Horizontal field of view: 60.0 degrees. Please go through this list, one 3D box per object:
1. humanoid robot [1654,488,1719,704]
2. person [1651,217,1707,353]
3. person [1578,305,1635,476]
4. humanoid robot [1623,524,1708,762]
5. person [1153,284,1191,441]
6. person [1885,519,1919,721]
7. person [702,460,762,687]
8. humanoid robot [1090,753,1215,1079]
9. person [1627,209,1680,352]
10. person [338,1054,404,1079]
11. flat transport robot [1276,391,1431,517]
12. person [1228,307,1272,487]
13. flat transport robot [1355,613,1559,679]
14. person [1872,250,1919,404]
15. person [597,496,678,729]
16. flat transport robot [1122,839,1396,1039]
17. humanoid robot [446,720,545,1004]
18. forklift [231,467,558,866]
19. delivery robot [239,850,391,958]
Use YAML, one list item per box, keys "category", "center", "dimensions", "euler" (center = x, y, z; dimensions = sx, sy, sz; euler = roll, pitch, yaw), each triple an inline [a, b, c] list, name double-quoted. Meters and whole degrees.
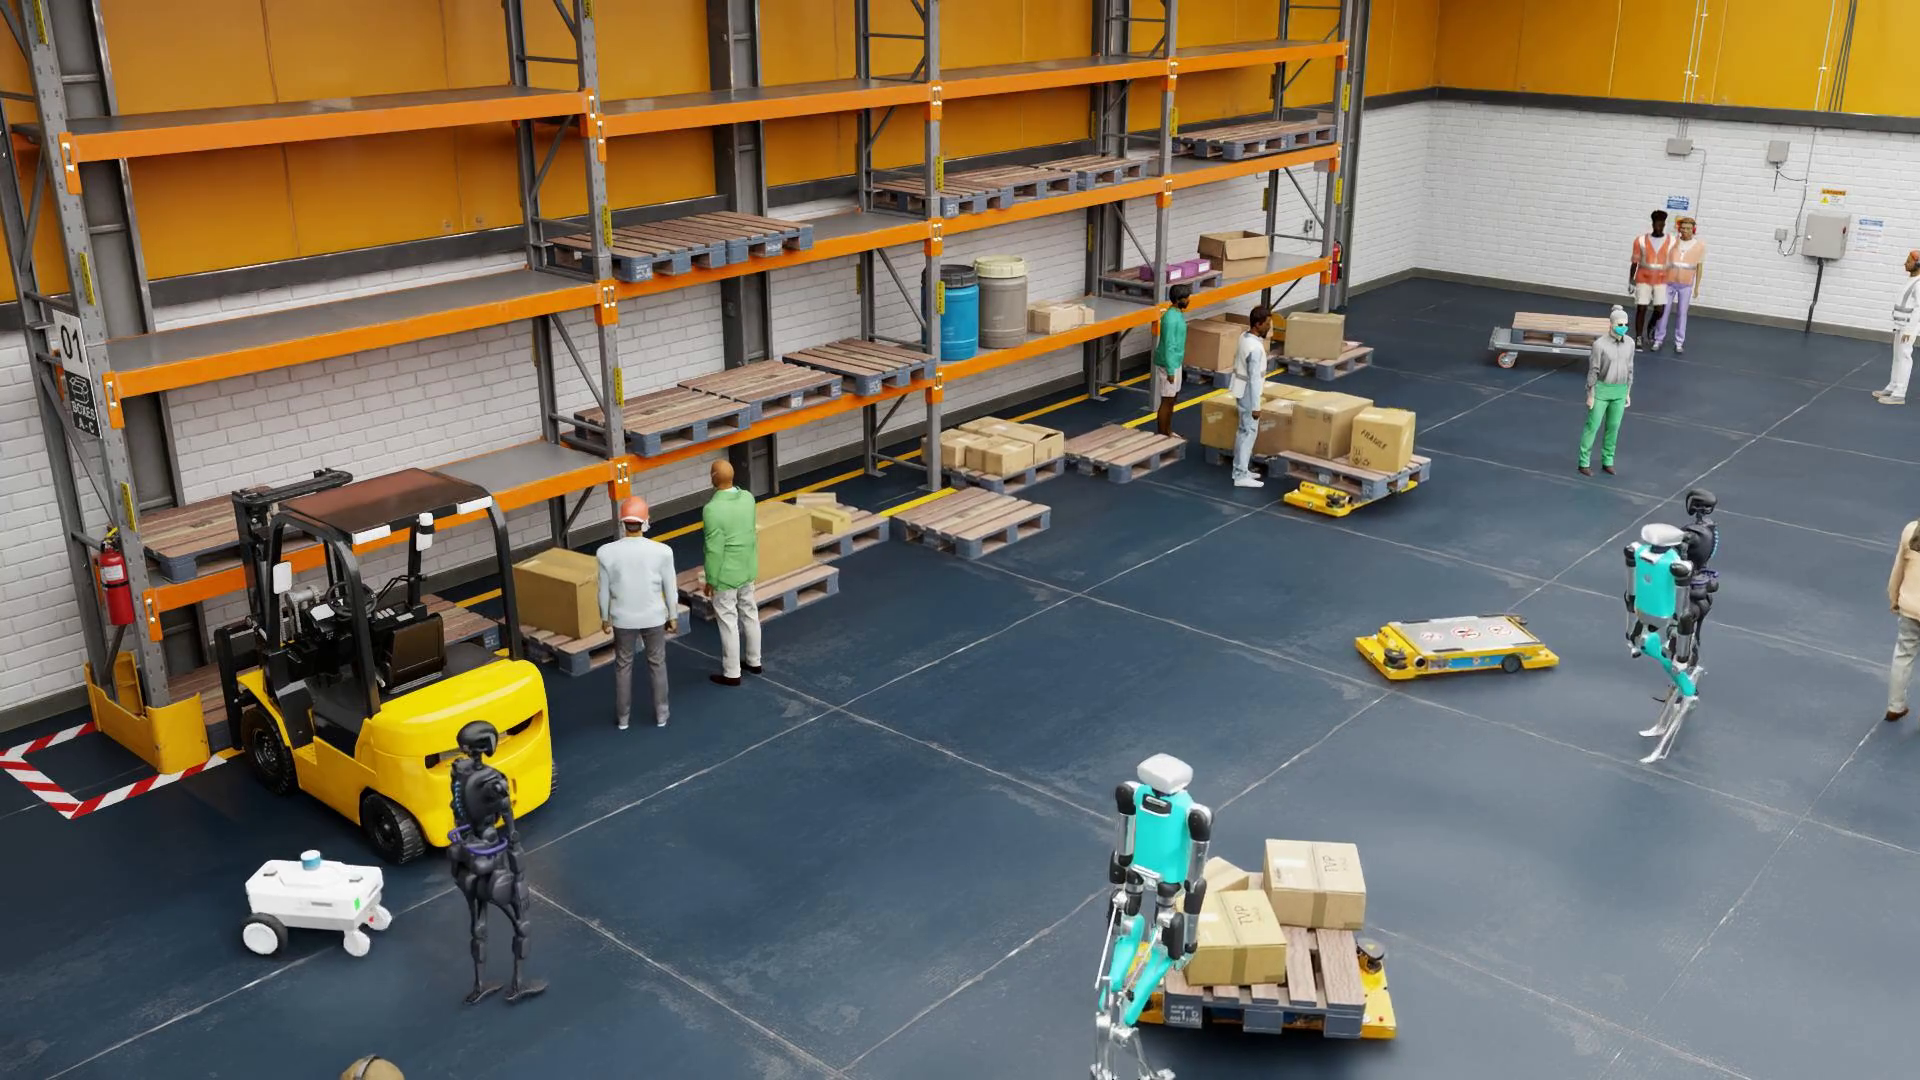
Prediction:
- category: "humanoid robot"
  center: [5.424, 0.413, 12.378]
  dimensions: [0.599, 1.657, 0.315]
  euler: [-19, 27, -41]
- category: "person"
  center: [9.820, -3.489, 22.726]
  dimensions: [0.565, 1.846, 0.390]
  euler: [9, 22, 22]
- category: "person"
  center: [6.845, -1.575, 17.567]
  dimensions: [0.510, 1.838, 0.340]
  euler: [-4, 21, -11]
- category: "humanoid robot"
  center: [4.976, 0.687, 11.560]
  dimensions: [0.822, 1.746, 0.531]
  euler: [-10, 22, -24]
- category: "person"
  center: [2.351, -1.938, 18.532]
  dimensions: [0.406, 1.843, 0.497]
  euler: [6, 21, 17]
- category: "person"
  center: [6.960, 0.480, 11.945]
  dimensions: [0.480, 1.867, 0.594]
  euler: [-13, 24, -32]
- category: "person"
  center: [-1.751, 0.246, 12.699]
  dimensions: [0.383, 1.780, 0.547]
  euler: [14, 24, 33]
- category: "humanoid robot"
  center: [0.825, 1.951, 8.090]
  dimensions: [0.540, 1.731, 0.807]
  euler: [16, 26, 37]
- category: "person"
  center: [9.456, -3.545, 22.729]
  dimensions: [0.619, 1.946, 0.467]
  euler: [6, 21, 17]
- category: "person"
  center: [-2.037, 2.662, 5.940]
  dimensions: [0.359, 1.934, 0.629]
  euler: [2, 20, 4]
- category: "flat transport robot"
  center: [4.011, -0.551, 17.044]
  dimensions: [1.431, 0.231, 0.659]
  euler: [-18, 27, -40]
- category: "person"
  center: [2.998, -1.481, 17.206]
  dimensions: [0.418, 1.906, 0.596]
  euler: [-1, 20, -2]
- category: "flat transport robot"
  center: [3.953, 0.850, 13.247]
  dimensions: [1.431, 0.231, 0.659]
  euler: [-4, 21, -10]
- category: "person"
  center: [11.506, -2.593, 20.247]
  dimensions: [0.354, 1.883, 0.572]
  euler: [6, 21, 17]
- category: "person"
  center: [-2.317, 0.523, 12.008]
  dimensions: [0.574, 1.737, 0.351]
  euler: [-3, 20, -7]
- category: "flat transport robot"
  center: [1.601, 2.400, 9.048]
  dimensions: [1.431, 0.231, 0.659]
  euler: [2, 20, 6]
- category: "humanoid robot"
  center: [-2.522, 1.714, 8.879]
  dimensions: [0.586, 1.653, 0.330]
  euler: [16, 25, 36]
- category: "forklift"
  center: [-3.730, 0.710, 10.856]
  dimensions: [2.313, 2.155, 1.214]
  euler: [17, 26, 38]
- category: "delivery robot"
  center: [-3.693, 2.056, 9.539]
  dimensions: [0.759, 0.575, 0.499]
  euler: [2, 20, 7]
